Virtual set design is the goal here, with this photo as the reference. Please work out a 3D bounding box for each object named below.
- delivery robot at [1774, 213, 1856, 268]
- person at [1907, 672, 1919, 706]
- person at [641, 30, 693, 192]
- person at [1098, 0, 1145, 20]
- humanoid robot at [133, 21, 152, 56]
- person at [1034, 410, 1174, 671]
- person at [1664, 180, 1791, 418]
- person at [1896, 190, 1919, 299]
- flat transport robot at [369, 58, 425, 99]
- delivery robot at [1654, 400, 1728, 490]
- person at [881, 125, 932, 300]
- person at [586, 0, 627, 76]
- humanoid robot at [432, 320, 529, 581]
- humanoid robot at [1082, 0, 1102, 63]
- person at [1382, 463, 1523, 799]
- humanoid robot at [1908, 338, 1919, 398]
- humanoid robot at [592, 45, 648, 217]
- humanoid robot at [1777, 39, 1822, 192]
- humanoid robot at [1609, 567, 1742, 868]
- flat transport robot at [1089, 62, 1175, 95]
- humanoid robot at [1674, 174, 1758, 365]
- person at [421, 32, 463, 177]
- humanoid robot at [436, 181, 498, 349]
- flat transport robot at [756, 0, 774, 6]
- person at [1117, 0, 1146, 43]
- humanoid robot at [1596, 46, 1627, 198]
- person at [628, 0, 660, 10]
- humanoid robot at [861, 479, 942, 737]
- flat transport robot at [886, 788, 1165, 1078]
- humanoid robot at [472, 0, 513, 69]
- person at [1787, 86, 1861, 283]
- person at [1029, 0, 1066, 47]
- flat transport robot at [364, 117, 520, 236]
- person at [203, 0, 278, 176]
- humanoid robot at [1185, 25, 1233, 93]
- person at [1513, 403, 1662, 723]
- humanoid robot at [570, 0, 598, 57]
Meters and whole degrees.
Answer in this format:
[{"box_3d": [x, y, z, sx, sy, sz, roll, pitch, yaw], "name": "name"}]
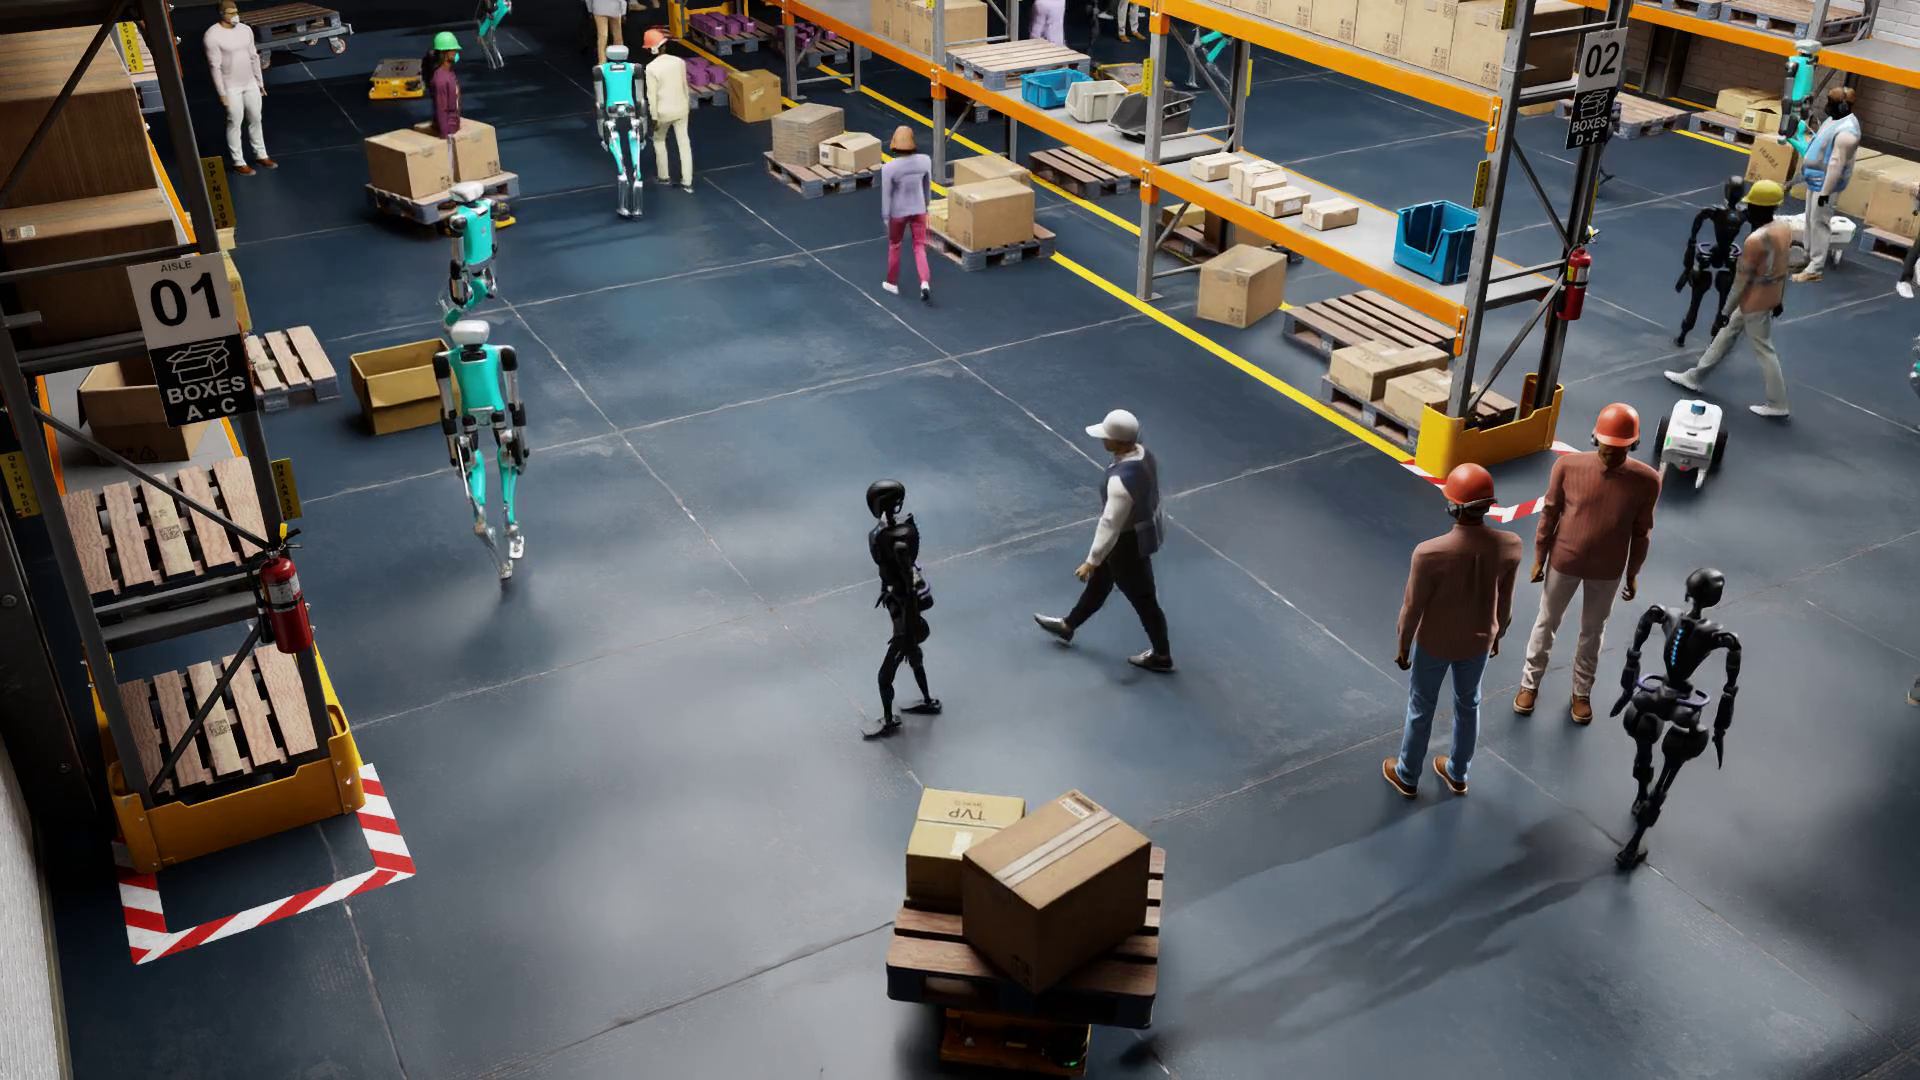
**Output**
[{"box_3d": [8.317, -2.974, 16.304, 0.771, 0.599, 0.520, 1, 30, 2], "name": "delivery robot"}, {"box_3d": [5.837, 0.152, 9.463, 0.637, 1.940, 0.548, 22, 36, 33], "name": "person"}, {"box_3d": [-3.197, -4.682, 18.105, 0.575, 1.707, 0.720, -24, 37, -35], "name": "person"}, {"box_3d": [2.492, -8.851, 25.302, 0.818, 1.789, 0.547, 0, 30, 0], "name": "person"}, {"box_3d": [-10.846, -6.812, 21.860, 0.504, 1.648, 0.600, 23, 37, 34], "name": "humanoid robot"}, {"box_3d": [0.913, -0.005, 9.974, 0.934, 1.700, 0.768, 8, 31, 13], "name": "person"}, {"box_3d": [6.267, -1.912, 13.134, 1.053, 1.858, 0.593, 25, 38, 36], "name": "person"}, {"box_3d": [9.050, -3.127, 15.272, 0.525, 1.846, 0.451, 2, 30, 4], "name": "person"}, {"box_3d": [-7.426, -6.144, 22.105, 0.659, 0.231, 1.431, -5, 30, -8], "name": "flat transport robot"}, {"box_3d": [5.475, -0.764, 12.450, 0.499, 0.592, 0.783, 14, 33, 23], "name": "delivery robot"}, {"box_3d": [-0.477, -2.986, 15.256, 0.513, 1.609, 0.668, -11, 32, -18], "name": "person"}, {"box_3d": [-4.772, -7.171, 22.445, 0.568, 1.708, 0.881, -1, 30, -1], "name": "person"}, {"box_3d": [-3.050, -0.482, 10.783, 0.530, 1.760, 0.858, -7, 31, -13], "name": "humanoid robot"}, {"box_3d": [1.820, -7.434, 22.929, 0.317, 1.651, 0.612, -1, 30, -1], "name": "humanoid robot"}, {"box_3d": [2.596, 0.506, 8.811, 0.610, 1.986, 0.402, -4, 30, -7], "name": "person"}, {"box_3d": [7.628, -1.642, 12.734, 0.699, 1.737, 0.537, 17, 34, 27], "name": "humanoid robot"}, {"box_3d": [-3.432, -4.106, 17.106, 0.550, 1.792, 0.789, -9, 31, -15], "name": "humanoid robot"}, {"box_3d": [8.990, -4.268, 17.381, 0.547, 1.765, 0.968, -23, 37, -34], "name": "humanoid robot"}, {"box_3d": [3.653, 0.868, 8.504, 0.695, 1.631, 0.608, -26, 39, -38], "name": "humanoid robot"}, {"box_3d": [2.267, -6.040, 21.924, 0.659, 0.231, 1.431, -9, 31, -15], "name": "flat transport robot"}, {"box_3d": [6.383, -2.304, 14.033, 0.616, 1.649, 0.438, 3, 30, 5], "name": "humanoid robot"}, {"box_3d": [-5.228, -4.216, 17.091, 0.434, 1.933, 0.594, -3, 30, -5], "name": "person"}, {"box_3d": [-4.126, -2.089, 13.566, 0.877, 1.777, 0.585, 12, 32, 19], "name": "humanoid robot"}, {"box_3d": [-3.091, -8.867, 26.845, 0.659, 0.231, 1.431, -14, 33, -22], "name": "flat transport robot"}, {"box_3d": [2.505, -8.191, 24.039, 0.558, 1.896, 0.357, -21, 36, -31], "name": "person"}, {"box_3d": [6.940, -4.492, 17.816, 0.386, 1.648, 0.606, 11, 32, 18], "name": "humanoid robot"}, {"box_3d": [-5.014, -9.192, 25.853, 0.436, 1.822, 0.651, 25, 38, 36], "name": "person"}, {"box_3d": [-0.338, 0.360, 9.375, 0.525, 1.633, 0.610, -9, 31, -15], "name": "humanoid robot"}, {"box_3d": [0.346, 1.955, 8.006, 0.659, 0.231, 1.431, 5, 30, 8], "name": "flat transport robot"}, {"box_3d": [-6.401, -7.278, 22.639, 0.695, 1.816, 0.541, 13, 32, 21], "name": "humanoid robot"}, {"box_3d": [8.137, -3.357, 15.691, 0.431, 1.835, 0.621, 6, 30, 11], "name": "person"}, {"box_3d": [0.981, -5.953, 20.157, 0.704, 1.870, 0.793, 12, 32, 20], "name": "person"}, {"box_3d": [-5.382, -3.457, 17.428, 1.431, 0.231, 0.659, 22, 36, 33], "name": "flat transport robot"}, {"box_3d": [-8.040, -5.062, 18.563, 0.372, 1.932, 0.632, 16, 34, 26], "name": "person"}, {"box_3d": [3.232, -6.628, 21.503, 0.899, 1.768, 0.540, 0, 30, -1], "name": "humanoid robot"}, {"box_3d": [3.563, 0.130, 9.453, 0.607, 1.994, 0.375, 9, 31, 15], "name": "person"}, {"box_3d": [-5.150, -7.620, 23.266, 0.614, 1.631, 0.410, -6, 30, -11], "name": "humanoid robot"}]
